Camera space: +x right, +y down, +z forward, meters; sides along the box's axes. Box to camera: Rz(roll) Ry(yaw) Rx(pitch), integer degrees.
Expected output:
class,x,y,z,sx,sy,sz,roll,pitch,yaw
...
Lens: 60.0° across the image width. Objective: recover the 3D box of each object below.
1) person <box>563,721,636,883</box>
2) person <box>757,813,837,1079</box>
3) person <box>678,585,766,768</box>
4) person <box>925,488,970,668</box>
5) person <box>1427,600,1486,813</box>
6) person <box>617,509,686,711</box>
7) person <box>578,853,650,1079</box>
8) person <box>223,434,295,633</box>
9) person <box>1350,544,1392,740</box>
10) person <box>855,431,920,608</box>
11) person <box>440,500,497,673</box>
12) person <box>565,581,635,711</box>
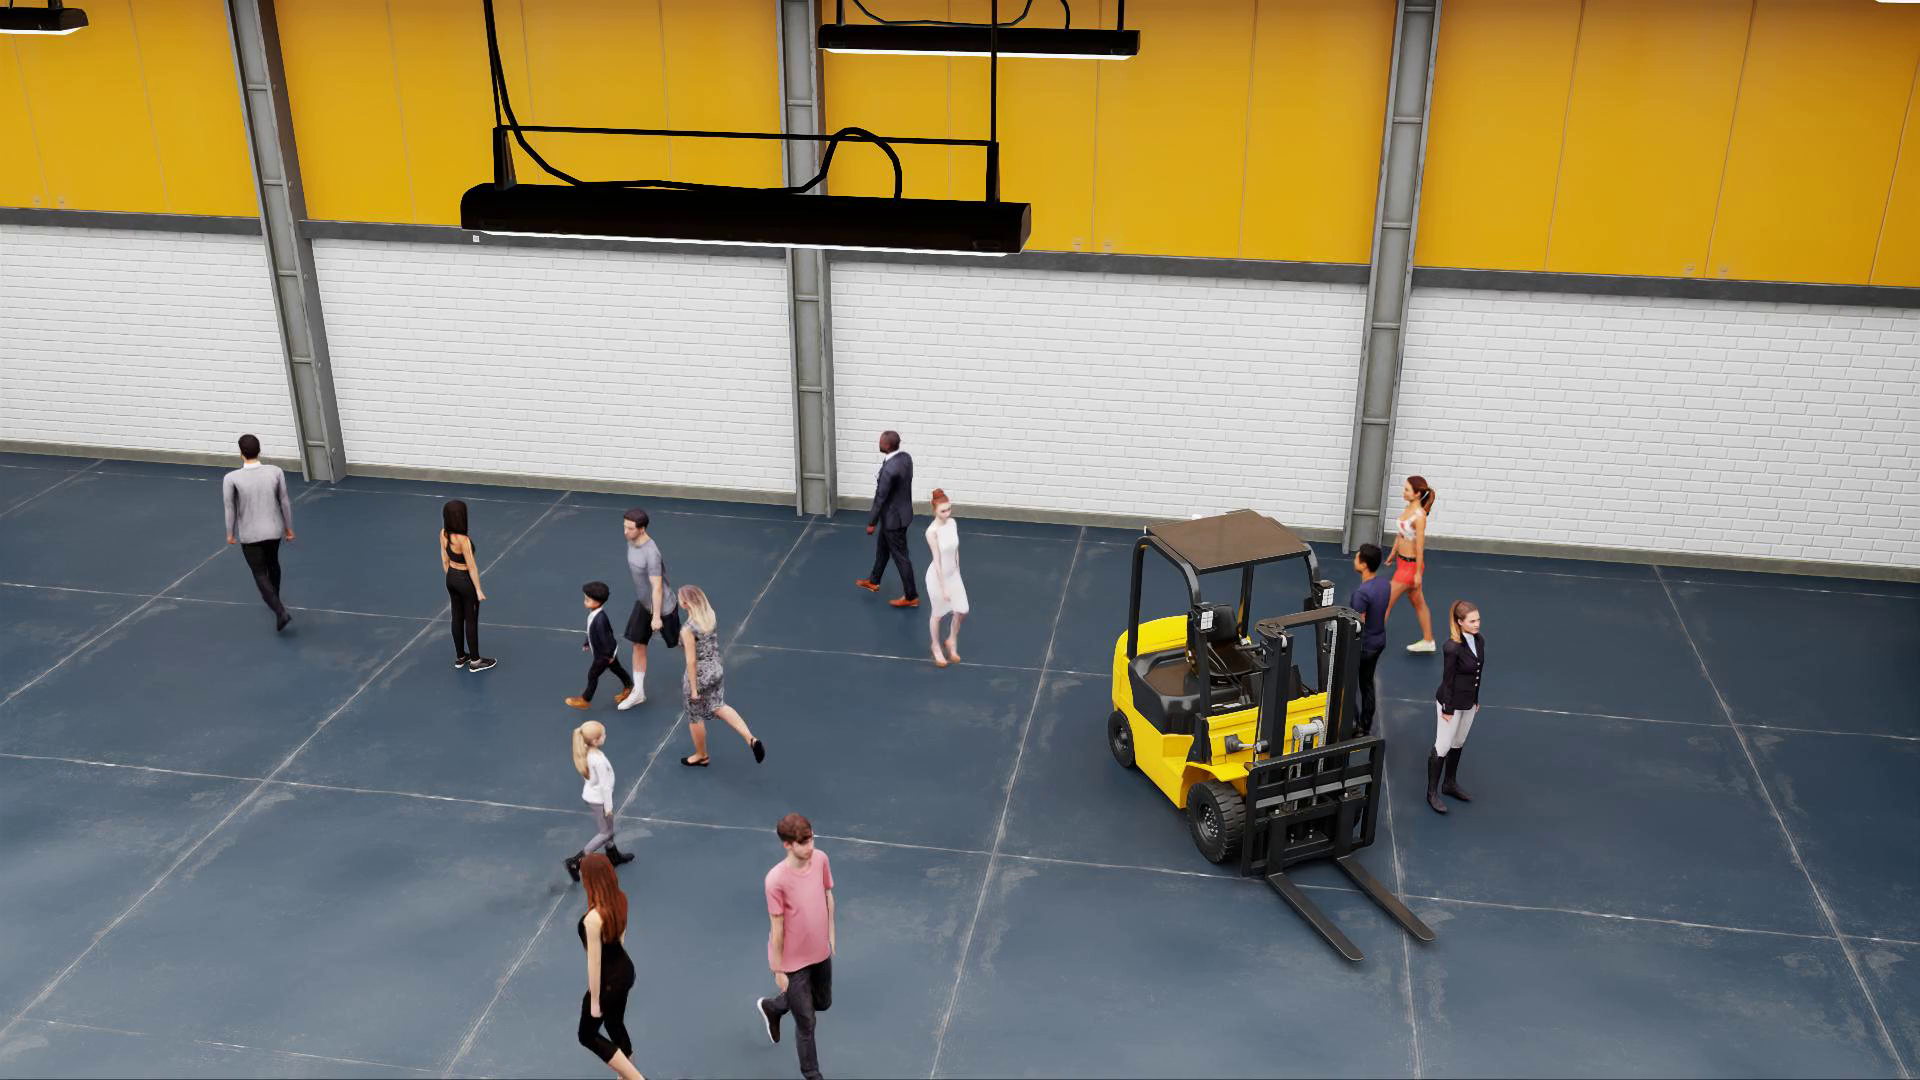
class,x,y,z,sx,sy,sz,roll,pitch,yaw
person,-2.684,1.904,12.096,0.852,1.264,0.793,-15,28,-31
person,-1.005,2.457,9.989,1.132,1.939,0.971,21,31,39
person,-1.973,1.143,13.319,1.067,1.678,0.822,16,28,32
person,-0.232,0.355,14.993,0.773,1.782,0.715,18,29,35
person,3.870,1.279,12.945,0.659,1.729,0.717,-16,28,-32
person,-2.568,0.543,14.526,1.209,1.812,1.257,-19,30,-37
person,-1.987,2.641,9.853,0.703,1.711,0.632,4,24,10
person,-6.612,-0.059,15.772,1.180,1.916,1.317,-21,31,-39
person,3.428,0.892,13.766,0.752,1.781,0.783,-21,31,-40
person,-0.556,-0.183,16.198,1.013,1.802,0.776,6,24,15
person,-4.511,0.404,15.055,0.550,1.643,0.690,14,27,30
person,-3.041,0.916,14.443,0.916,1.194,0.696,-5,24,-11
